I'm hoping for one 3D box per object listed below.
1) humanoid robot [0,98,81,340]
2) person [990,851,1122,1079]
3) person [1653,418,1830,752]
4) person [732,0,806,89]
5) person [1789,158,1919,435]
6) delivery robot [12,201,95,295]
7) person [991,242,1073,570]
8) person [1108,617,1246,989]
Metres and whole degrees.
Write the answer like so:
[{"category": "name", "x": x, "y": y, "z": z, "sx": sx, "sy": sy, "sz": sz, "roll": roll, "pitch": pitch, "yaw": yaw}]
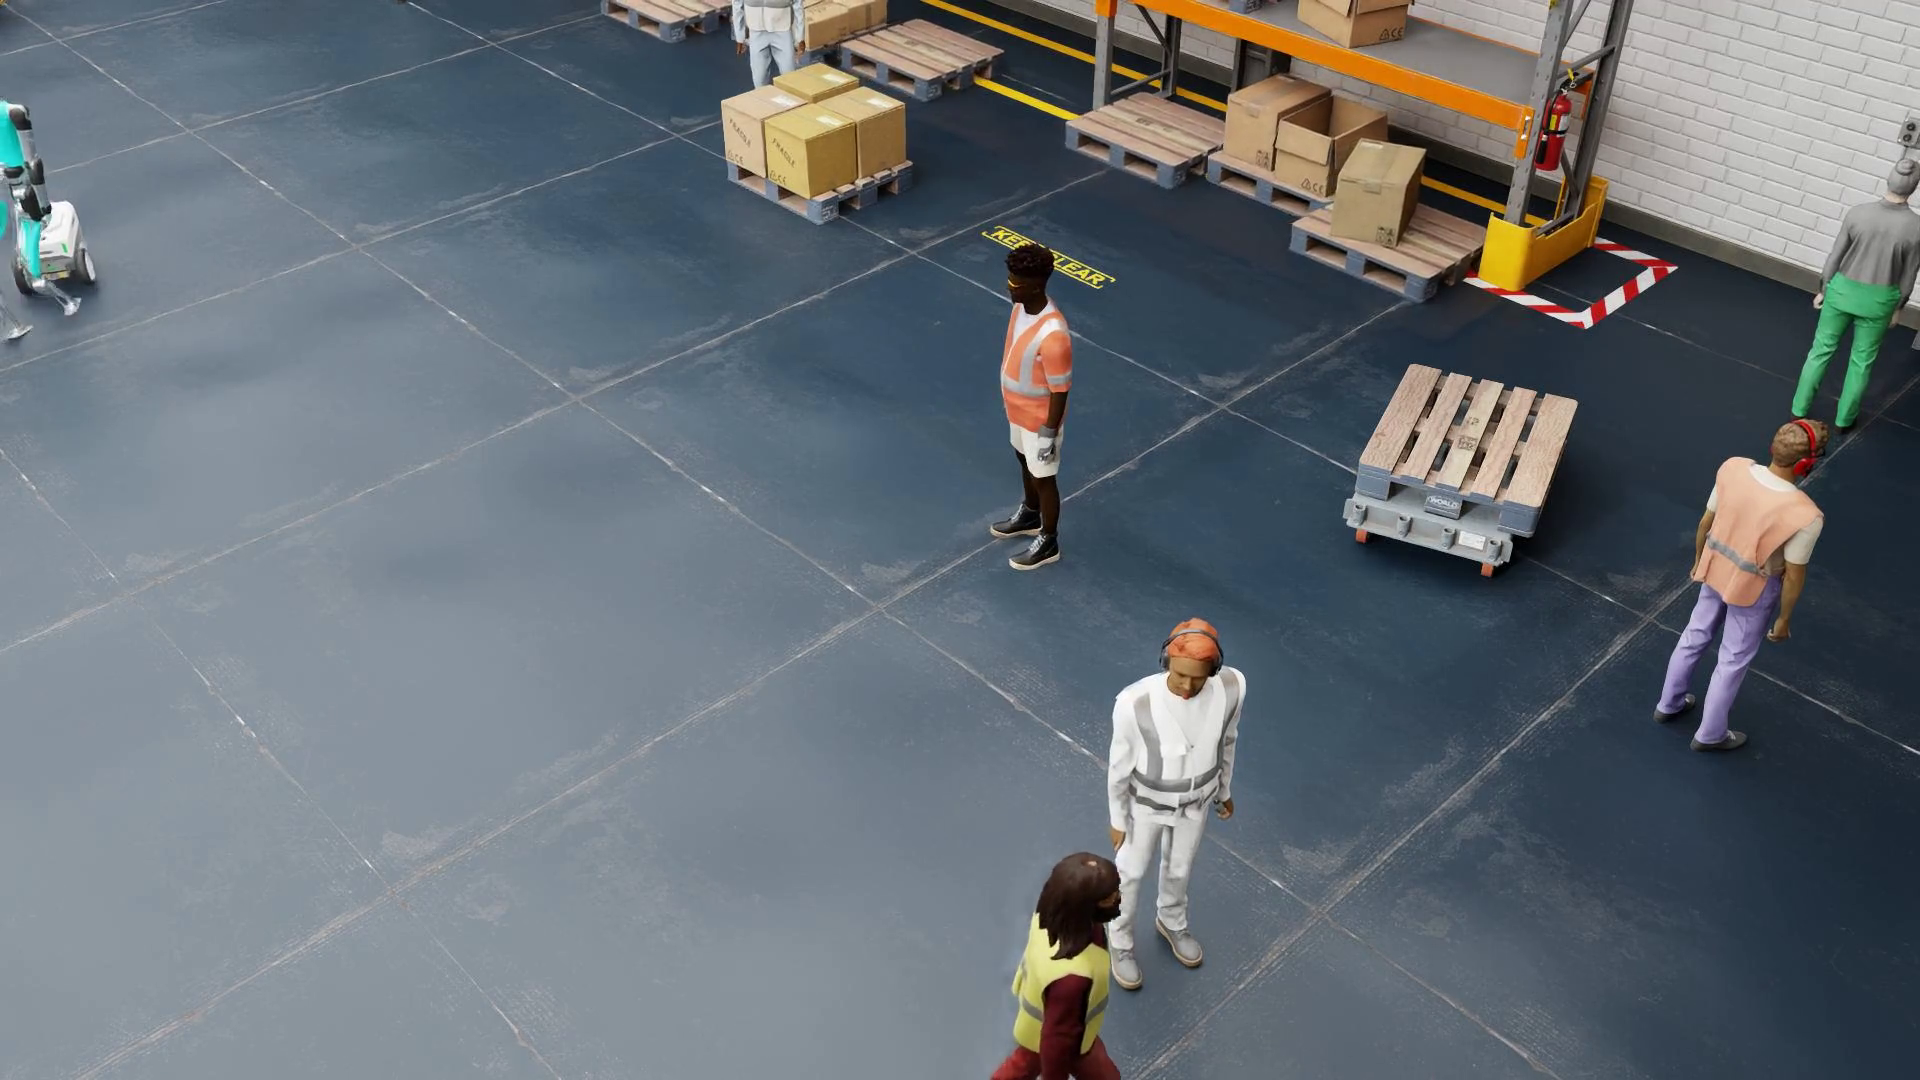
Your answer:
[{"category": "humanoid robot", "x": -6.469, "y": -2.140, "z": 11.182, "sx": 0.537, "sy": 1.792, "sz": 0.841, "roll": 0, "pitch": 37, "yaw": 1}, {"category": "person", "x": 0.431, "y": 1.739, "z": 6.030, "sx": 0.919, "sy": 1.716, "sz": 0.489, "roll": -1, "pitch": 37, "yaw": -1}, {"category": "person", "x": 3.709, "y": 0.230, "z": 7.922, "sx": 0.372, "sy": 1.842, "sz": 0.568, "roll": -17, "pitch": 40, "yaw": -21}, {"category": "person", "x": -1.570, "y": -4.200, "z": 13.739, "sx": 0.596, "sy": 1.906, "sz": 0.402, "roll": 3, "pitch": 37, "yaw": 4}, {"category": "person", "x": 5.541, "y": -1.501, "z": 10.220, "sx": 0.513, "sy": 1.839, "sz": 0.348, "roll": 22, "pitch": 42, "yaw": 27}, {"category": "delivery robot", "x": -6.650, "y": -2.163, "z": 12.159, "sx": 0.499, "sy": 0.594, "sz": 0.769, "roll": -12, "pitch": 39, "yaw": -15}, {"category": "person", "x": 0.394, "y": -0.723, "z": 9.084, "sx": 0.361, "sy": 1.963, "sz": 0.611, "roll": -10, "pitch": 38, "yaw": -14}, {"category": "person", "x": 0.863, "y": 1.065, "z": 6.786, "sx": 0.574, "sy": 1.882, "sz": 0.362, "roll": -13, "pitch": 39, "yaw": -16}]
